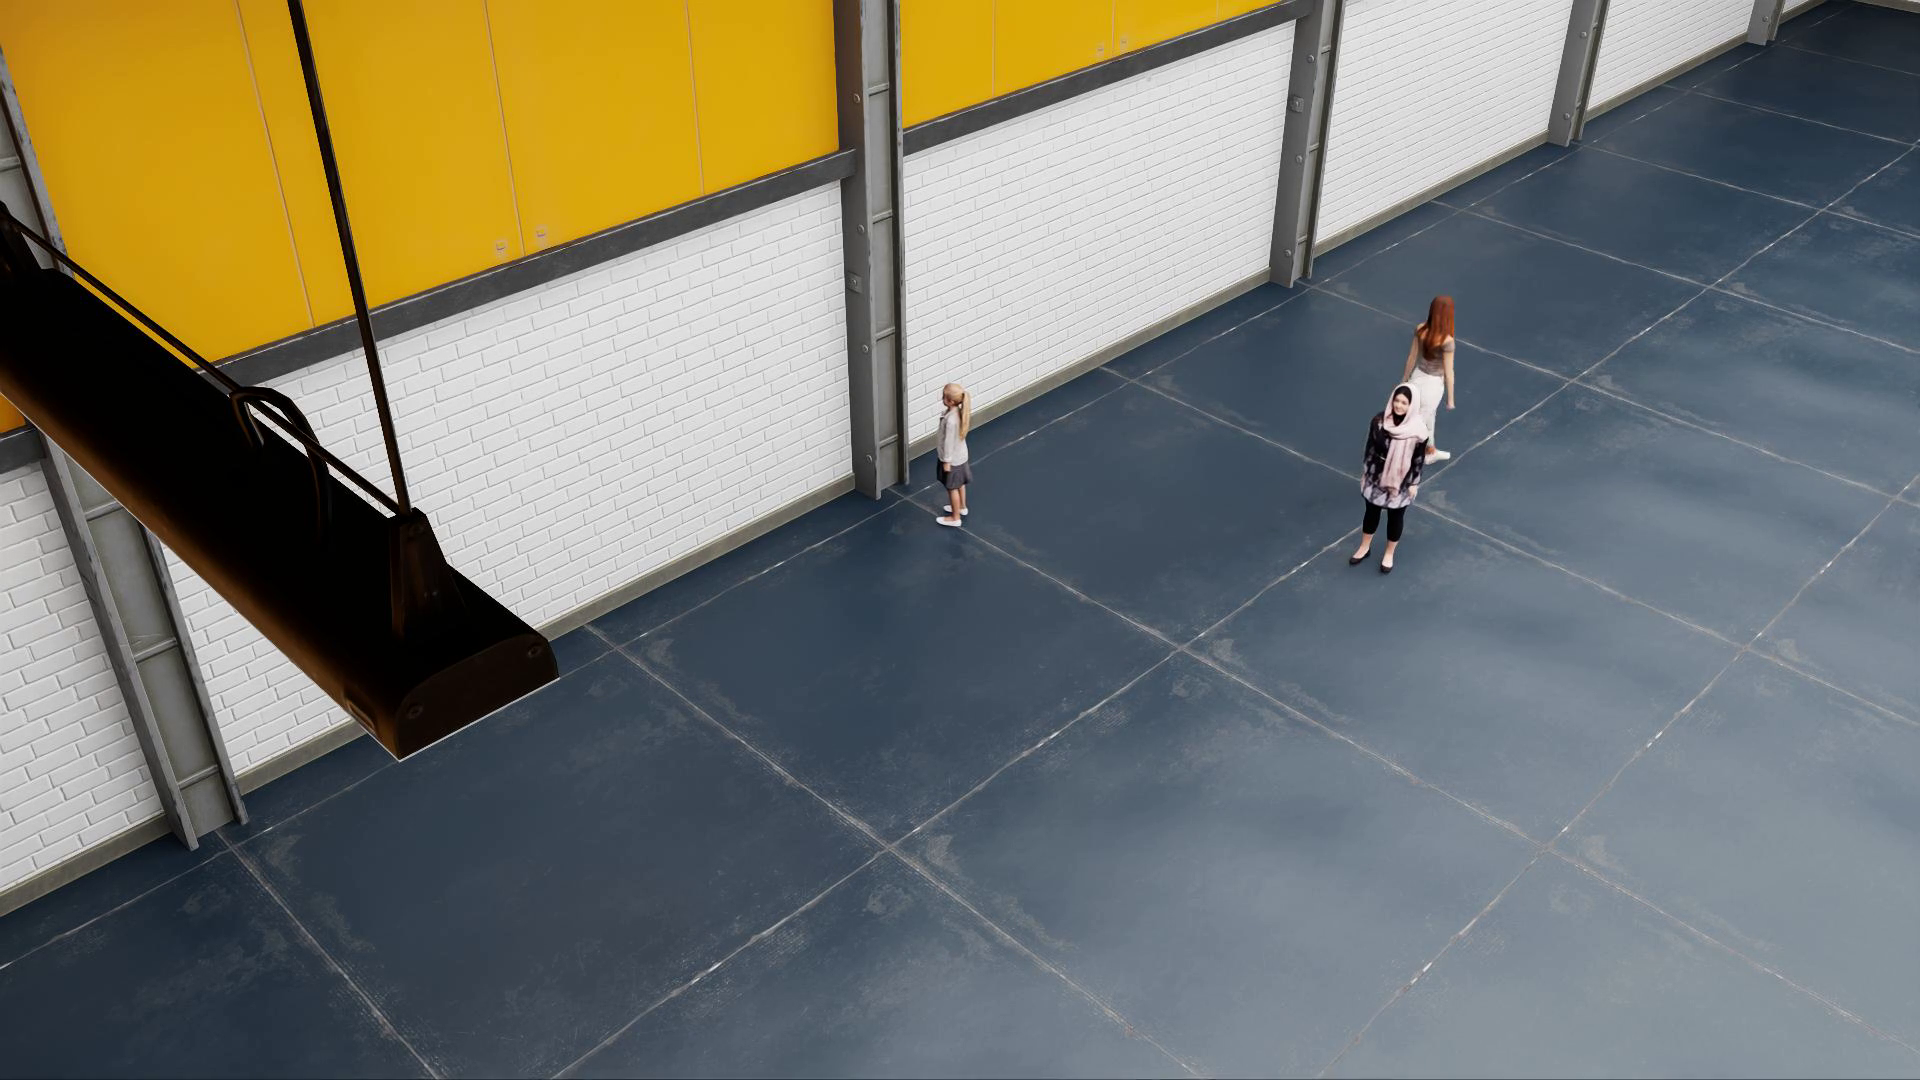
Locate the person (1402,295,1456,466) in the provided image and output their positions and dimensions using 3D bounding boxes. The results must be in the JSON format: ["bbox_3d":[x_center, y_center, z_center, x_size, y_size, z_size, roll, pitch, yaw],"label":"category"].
[{"bbox_3d":[3.867,-1.225,14.043,1.207,1.682,0.835,-17,37,-24],"label":"person"}]

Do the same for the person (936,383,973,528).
[{"bbox_3d":[-0.050,-0.709,13.635,0.654,1.275,0.581,7,34,10],"label":"person"}]

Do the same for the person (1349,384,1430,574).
[{"bbox_3d":[3.377,-0.506,13.002,0.687,1.637,0.684,19,38,26],"label":"person"}]
